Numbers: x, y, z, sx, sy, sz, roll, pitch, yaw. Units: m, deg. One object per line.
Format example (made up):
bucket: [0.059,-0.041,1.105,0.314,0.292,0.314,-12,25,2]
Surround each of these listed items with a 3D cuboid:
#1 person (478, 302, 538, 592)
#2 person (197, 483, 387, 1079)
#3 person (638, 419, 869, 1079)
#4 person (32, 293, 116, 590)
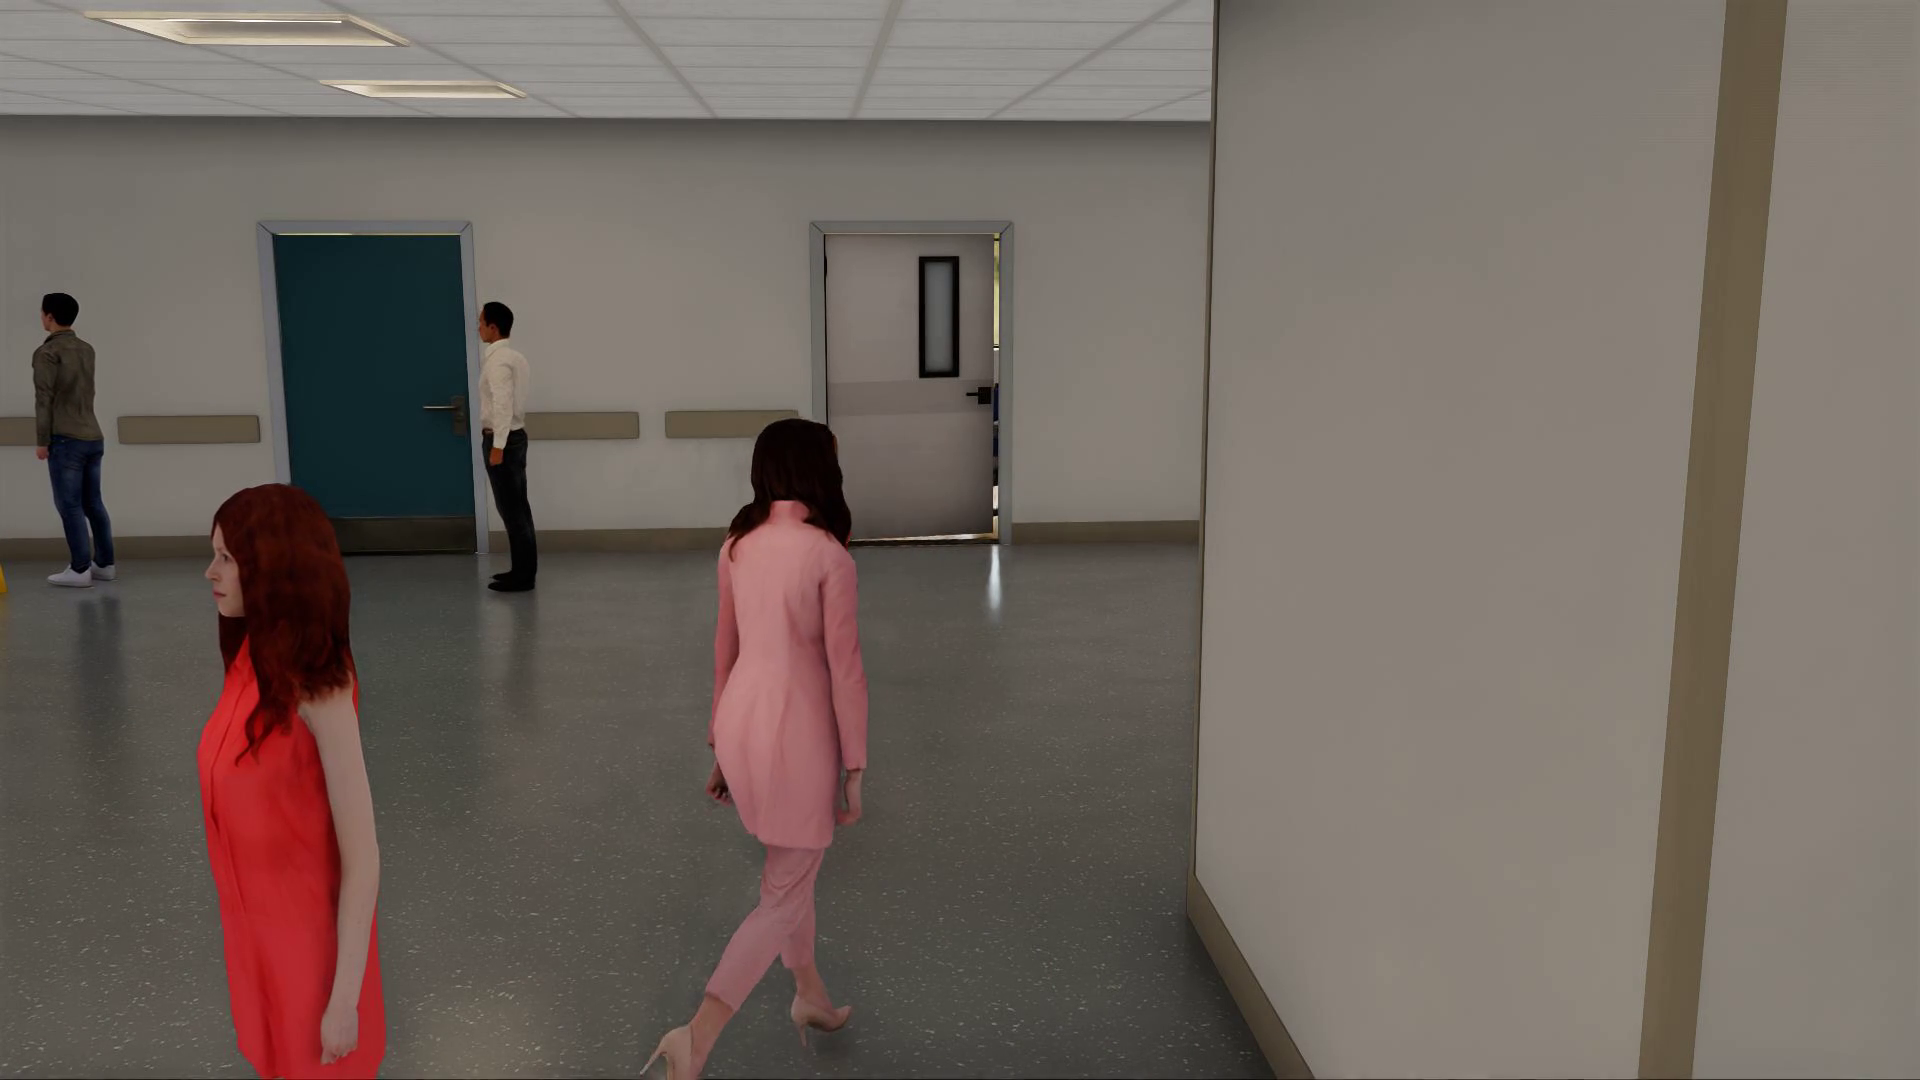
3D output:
person: [-2.851,-0.590,10.483,0.517,1.809,0.661,-1,11,-4]
person: [-1.228,0.794,3.142,0.699,1.827,0.670,-10,14,-42]
person: [-0.518,0.612,4.276,1.155,1.762,1.124,7,13,32]
person: [-5.629,-0.634,10.572,0.646,1.863,0.725,1,11,5]
